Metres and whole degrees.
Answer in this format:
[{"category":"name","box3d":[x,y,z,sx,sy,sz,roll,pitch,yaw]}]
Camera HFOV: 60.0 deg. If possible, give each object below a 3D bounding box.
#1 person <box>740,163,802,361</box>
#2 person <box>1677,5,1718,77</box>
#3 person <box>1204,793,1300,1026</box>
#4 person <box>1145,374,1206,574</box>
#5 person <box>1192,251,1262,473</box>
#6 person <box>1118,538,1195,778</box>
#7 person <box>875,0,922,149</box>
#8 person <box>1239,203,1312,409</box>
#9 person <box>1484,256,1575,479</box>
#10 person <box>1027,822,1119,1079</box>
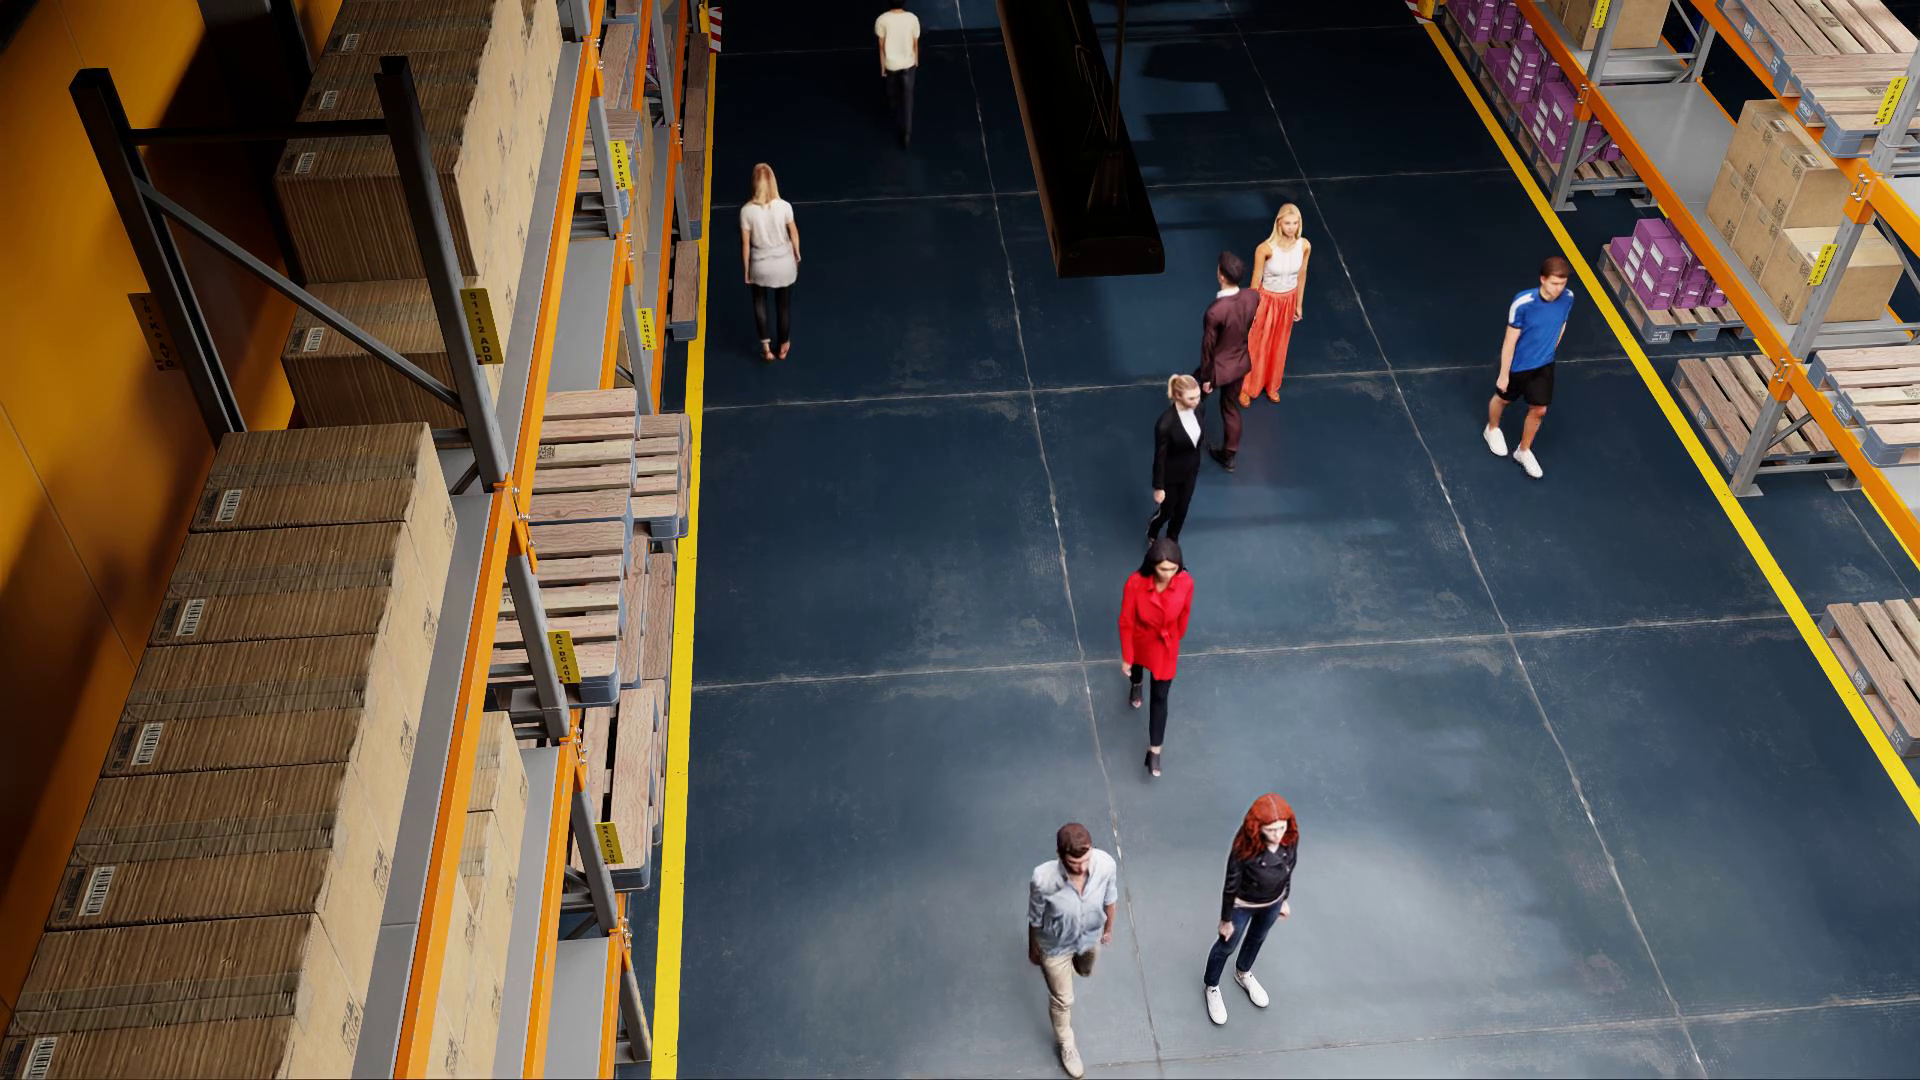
[{"category":"person","box3d":[-1.481,-2.134,13.232,0.636,1.820,0.596,-6,44,-6]},{"category":"person","box3d":[7.687,-5.630,16.851,0.700,1.889,0.668,-10,44,-10]},{"category":"person","box3d":[1.579,1.964,8.955,0.641,1.787,0.620,-16,46,-16]},{"category":"person","box3d":[1.481,-0.475,11.576,0.752,1.703,0.784,-27,50,-25]},{"category":"person","box3d":[2.002,-1.253,12.291,0.884,1.843,0.979,-20,47,-20]},{"category":"person","box3d":[1.180,0.579,10.478,0.660,1.691,1.102,0,44,0]},{"category":"person","box3d":[-0.568,-4.508,15.927,0.582,1.541,0.998,-4,44,-5]},{"category":"person","box3d":[2.436,-1.834,12.931,0.649,1.801,0.618,-8,44,-9]},{"category":"person","box3d":[4.208,-1.408,12.453,0.746,1.844,0.924,-9,44,-9]},{"category":"person","box3d":[0.556,2.035,8.853,0.826,1.824,1.147,-13,45,-13]}]
